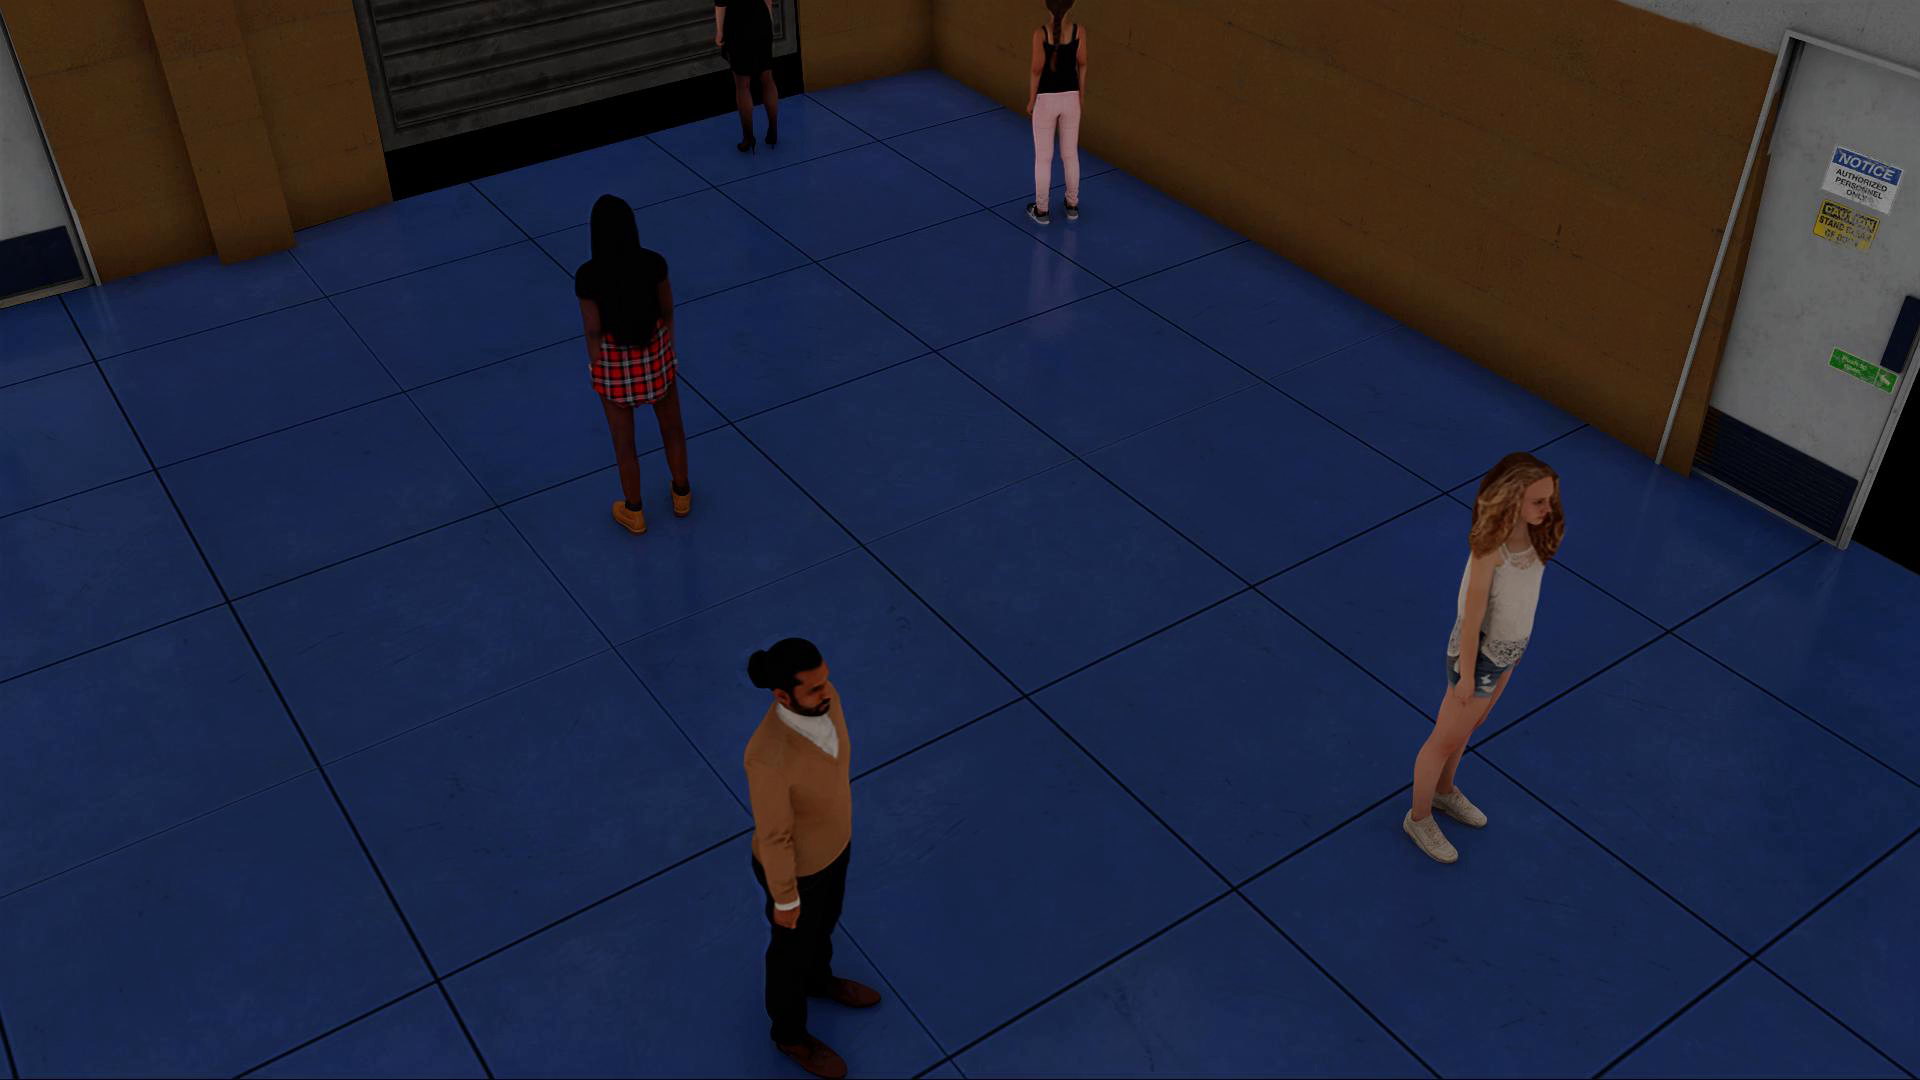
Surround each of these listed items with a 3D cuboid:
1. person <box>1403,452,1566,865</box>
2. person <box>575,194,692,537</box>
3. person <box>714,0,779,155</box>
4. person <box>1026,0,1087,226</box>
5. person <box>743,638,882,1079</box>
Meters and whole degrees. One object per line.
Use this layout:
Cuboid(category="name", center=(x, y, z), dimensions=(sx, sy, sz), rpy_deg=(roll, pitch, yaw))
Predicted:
Cuboid(category="person", center=(1.904, 0.423, 6.118), dimensions=(0.668, 1.759, 0.522), rpy_deg=(29, 46, 33))
Cuboid(category="person", center=(-1.524, -0.813, 7.790), dimensions=(0.544, 1.729, 0.678), rpy_deg=(-20, 41, -24))
Cuboid(category="person", center=(-1.455, -3.478, 11.348), dimensions=(0.446, 1.704, 0.654), rpy_deg=(-20, 41, -25))
Cuboid(category="person", center=(0.613, -2.767, 10.531), dimensions=(0.540, 1.564, 0.658), rpy_deg=(-9, 38, -11))
Cuboid(category="person", center=(-0.498, 0.998, 5.357), dimensions=(0.812, 1.753, 0.719), rpy_deg=(11, 38, 15))
